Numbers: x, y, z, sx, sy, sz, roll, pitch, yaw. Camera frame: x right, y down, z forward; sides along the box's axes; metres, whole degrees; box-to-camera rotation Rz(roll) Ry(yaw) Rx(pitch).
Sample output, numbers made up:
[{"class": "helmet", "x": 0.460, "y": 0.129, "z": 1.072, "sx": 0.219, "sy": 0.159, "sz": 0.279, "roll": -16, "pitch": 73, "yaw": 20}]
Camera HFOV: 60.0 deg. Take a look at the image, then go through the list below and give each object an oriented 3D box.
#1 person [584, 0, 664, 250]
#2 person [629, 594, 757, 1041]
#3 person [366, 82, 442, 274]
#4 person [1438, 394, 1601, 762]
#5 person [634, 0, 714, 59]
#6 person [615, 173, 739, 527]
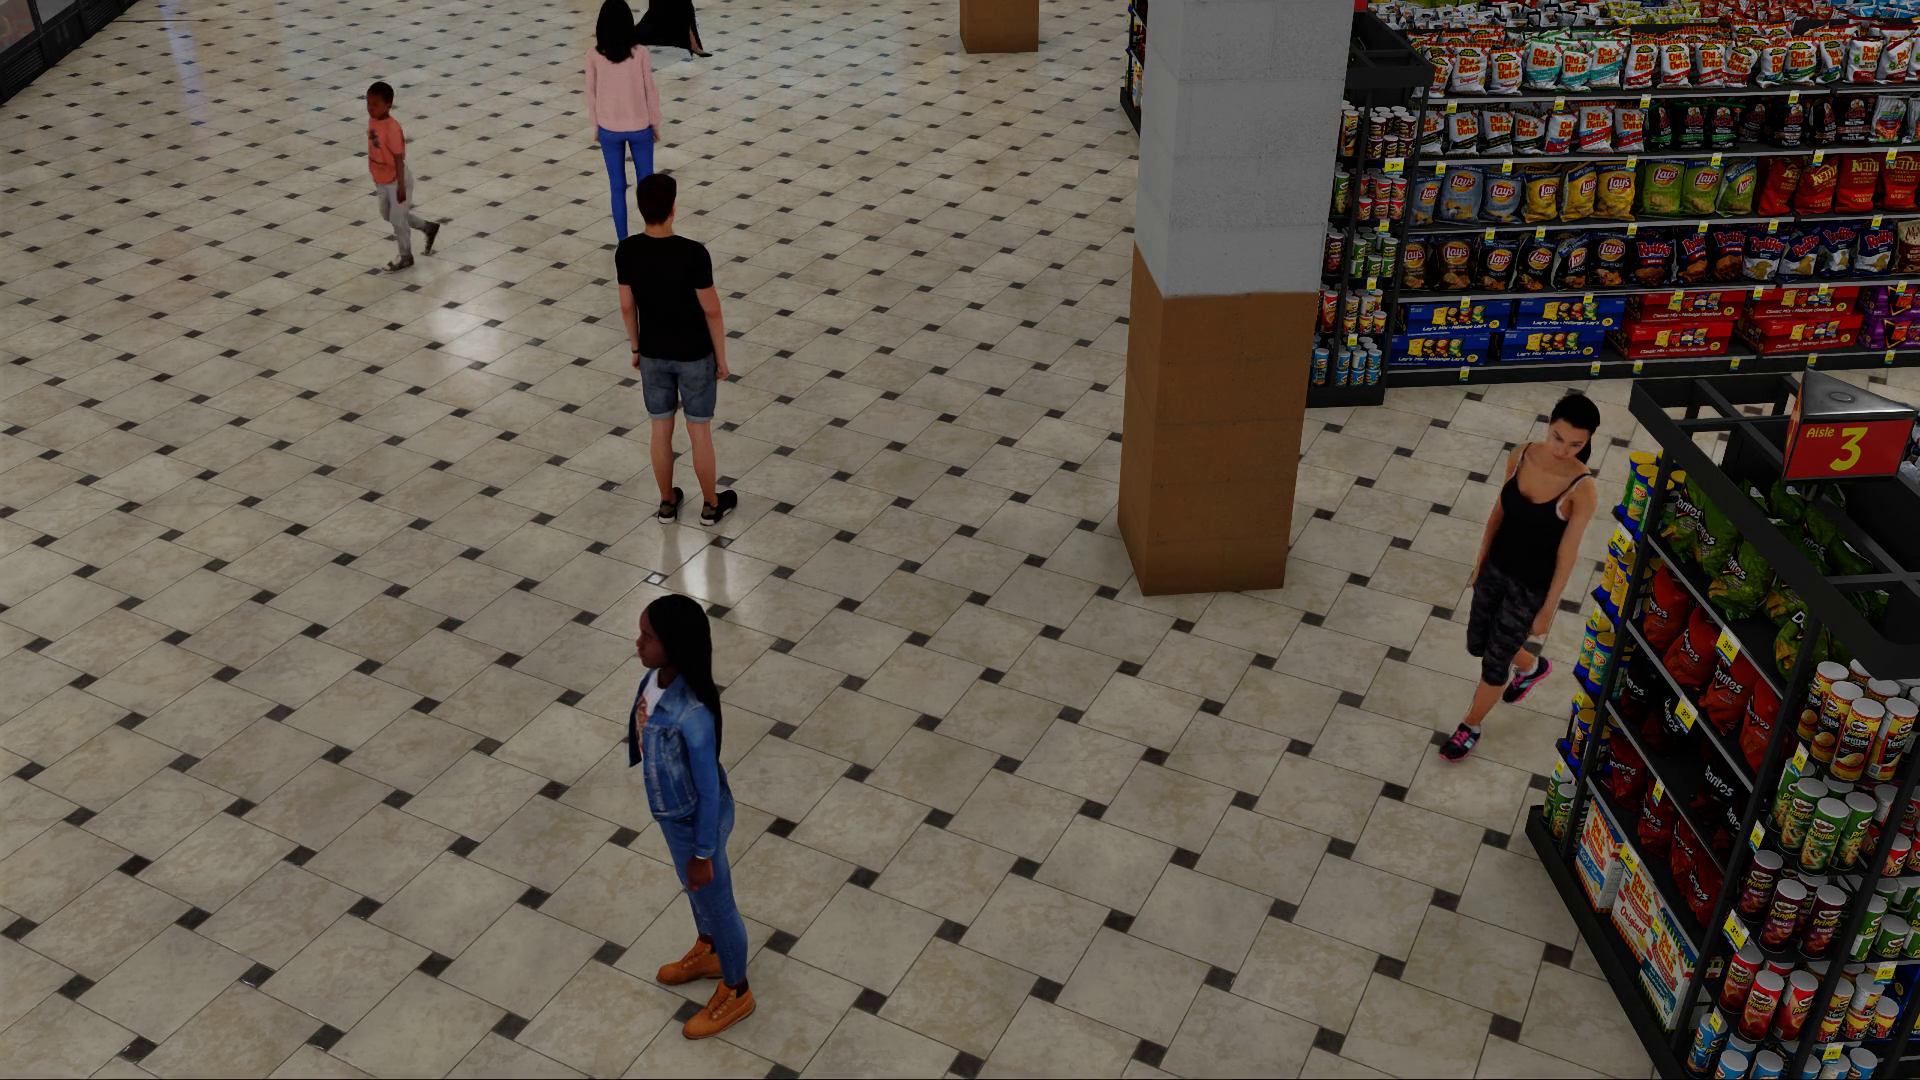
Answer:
[{"class": "person", "x": -2.259, "y": -2.756, "z": 11.233, "sx": 0.471, "sy": 1.768, "sz": 0.707, "roll": -2, "pitch": 32, "yaw": -3}, {"class": "person", "x": -0.862, "y": 0.897, "z": 5.413, "sx": 0.617, "sy": 1.712, "sz": 0.659, "roll": -12, "pitch": 34, "yaw": -19}, {"class": "person", "x": -3.764, "y": -2.456, "z": 11.197, "sx": 0.808, "sy": 1.296, "sz": 0.727, "roll": -26, "pitch": 40, "yaw": -35}, {"class": "person", "x": 2.297, "y": 0.161, "z": 6.608, "sx": 0.951, "sy": 1.700, "sz": 0.814, "roll": -15, "pitch": 35, "yaw": -23}, {"class": "person", "x": -2.785, "y": -5.214, "z": 15.370, "sx": 1.059, "sy": 1.570, "sz": 0.709, "roll": 3, "pitch": 32, "yaw": 5}, {"class": "person", "x": -1.409, "y": -0.919, "z": 8.205, "sx": 0.576, "sy": 1.847, "sz": 0.759, "roll": 5, "pitch": 32, "yaw": 7}]
